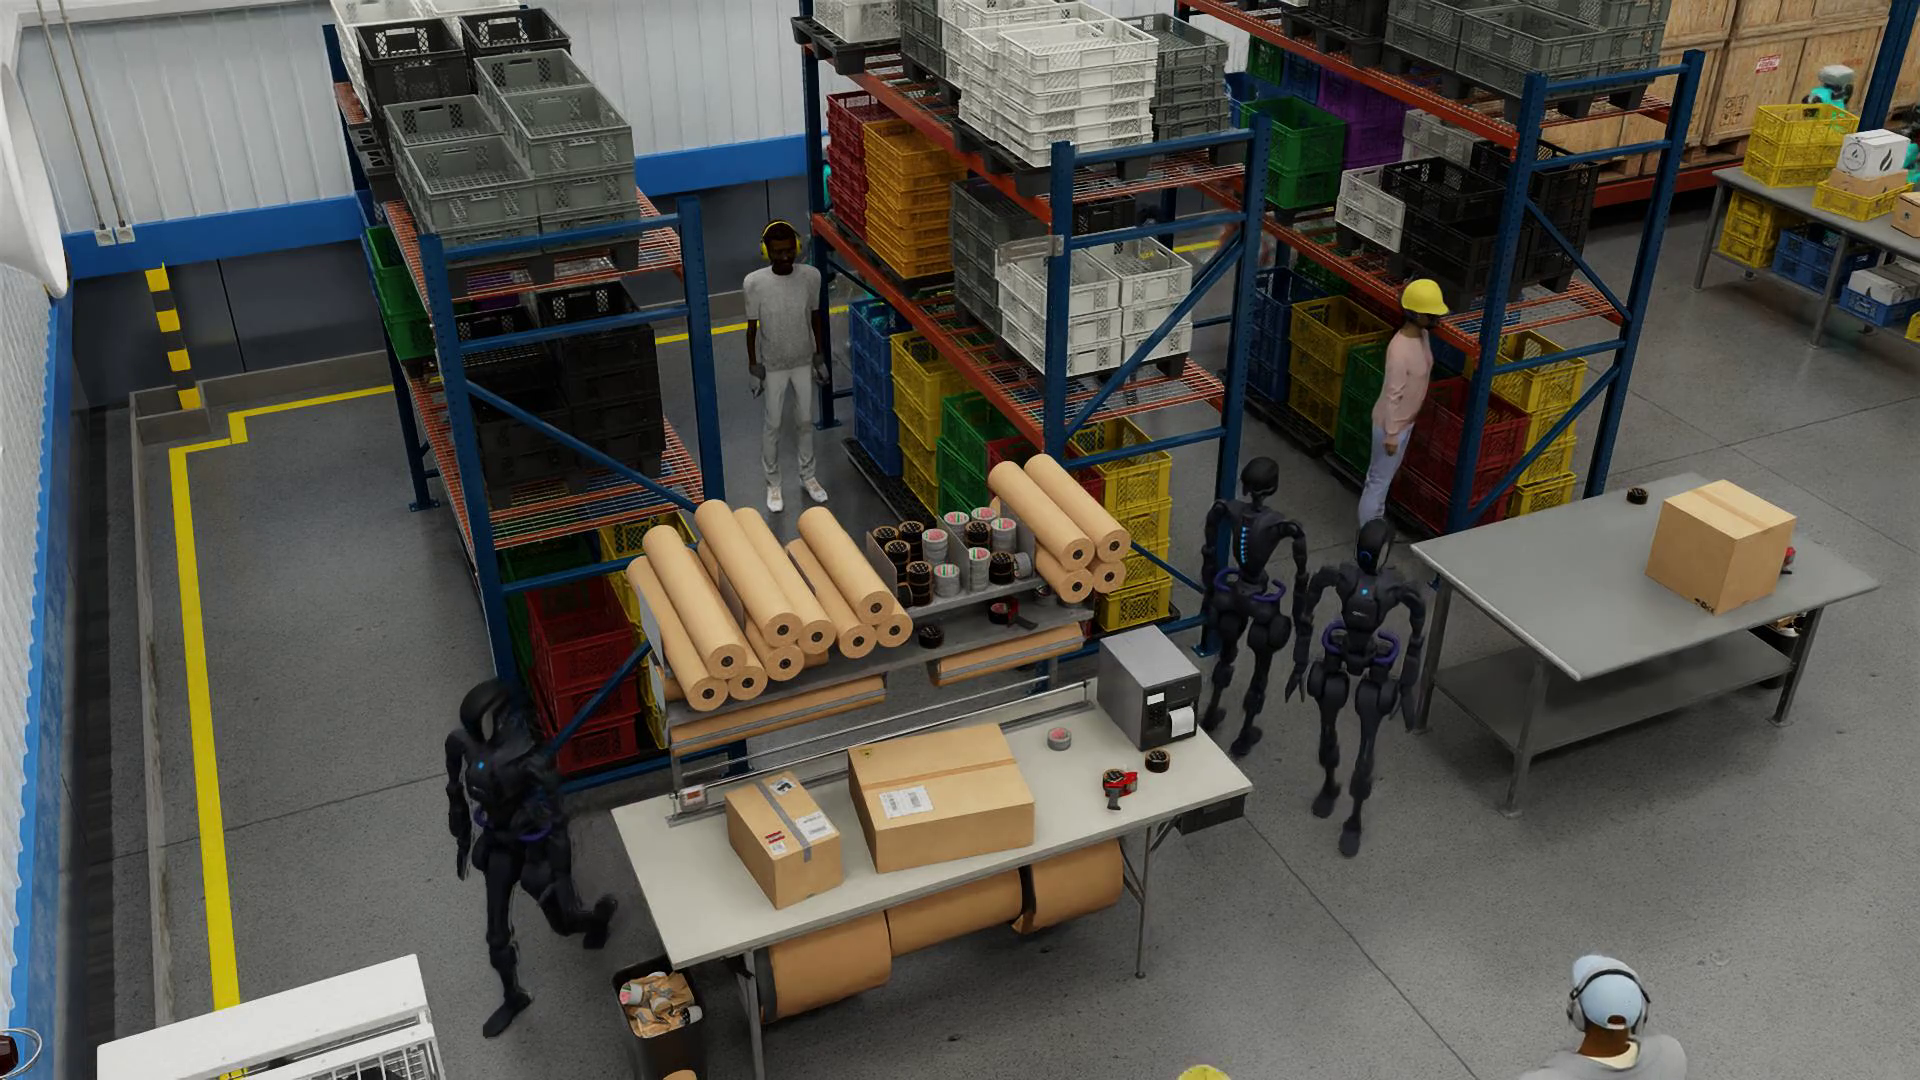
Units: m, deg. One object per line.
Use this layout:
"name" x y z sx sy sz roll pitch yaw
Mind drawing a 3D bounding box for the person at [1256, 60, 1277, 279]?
"person" 2.437 -2.927 13.242 0.664 1.823 0.442 26 40 36

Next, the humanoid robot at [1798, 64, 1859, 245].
"humanoid robot" 6.928 -2.825 13.156 0.568 1.751 0.907 -19 37 -28

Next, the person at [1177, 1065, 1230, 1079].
"person" 0.686 2.245 4.946 0.488 1.700 0.790 -7 32 -12

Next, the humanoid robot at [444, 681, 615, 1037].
"humanoid robot" -1.746 1.207 6.712 0.593 1.648 0.718 13 34 20

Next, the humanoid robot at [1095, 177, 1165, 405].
"humanoid robot" 1.138 -1.798 11.561 0.590 1.632 0.648 -2 32 -3

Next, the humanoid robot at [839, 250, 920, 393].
"humanoid robot" -0.586 -1.733 11.385 0.537 1.793 0.702 28 41 37

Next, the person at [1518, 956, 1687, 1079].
"person" 1.873 2.010 5.200 0.590 1.848 0.401 -10 33 -16

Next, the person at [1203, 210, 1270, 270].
"person" 2.466 -3.030 13.355 0.763 1.883 0.428 8 32 12

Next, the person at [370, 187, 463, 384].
"person" -3.765 -1.954 11.640 0.512 1.845 0.339 1 32 1

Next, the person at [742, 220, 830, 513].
"person" -1.049 -1.061 10.166 0.515 1.871 0.327 -13 34 -20

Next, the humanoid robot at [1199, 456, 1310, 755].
"humanoid robot" 1.422 0.327 8.087 0.588 1.647 0.340 19 36 27

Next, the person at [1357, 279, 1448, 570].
"person" 2.561 -0.691 9.663 0.323 1.769 0.523 16 35 24

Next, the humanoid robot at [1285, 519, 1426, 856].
"humanoid robot" 1.773 0.661 7.556 0.610 1.645 0.576 12 34 19

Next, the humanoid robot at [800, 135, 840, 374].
"humanoid robot" -1.107 -1.964 11.729 0.702 1.761 0.536 -5 32 -8

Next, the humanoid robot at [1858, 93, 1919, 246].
"humanoid robot" 7.739 -3.139 13.760 0.774 1.892 0.554 -5 32 -9
